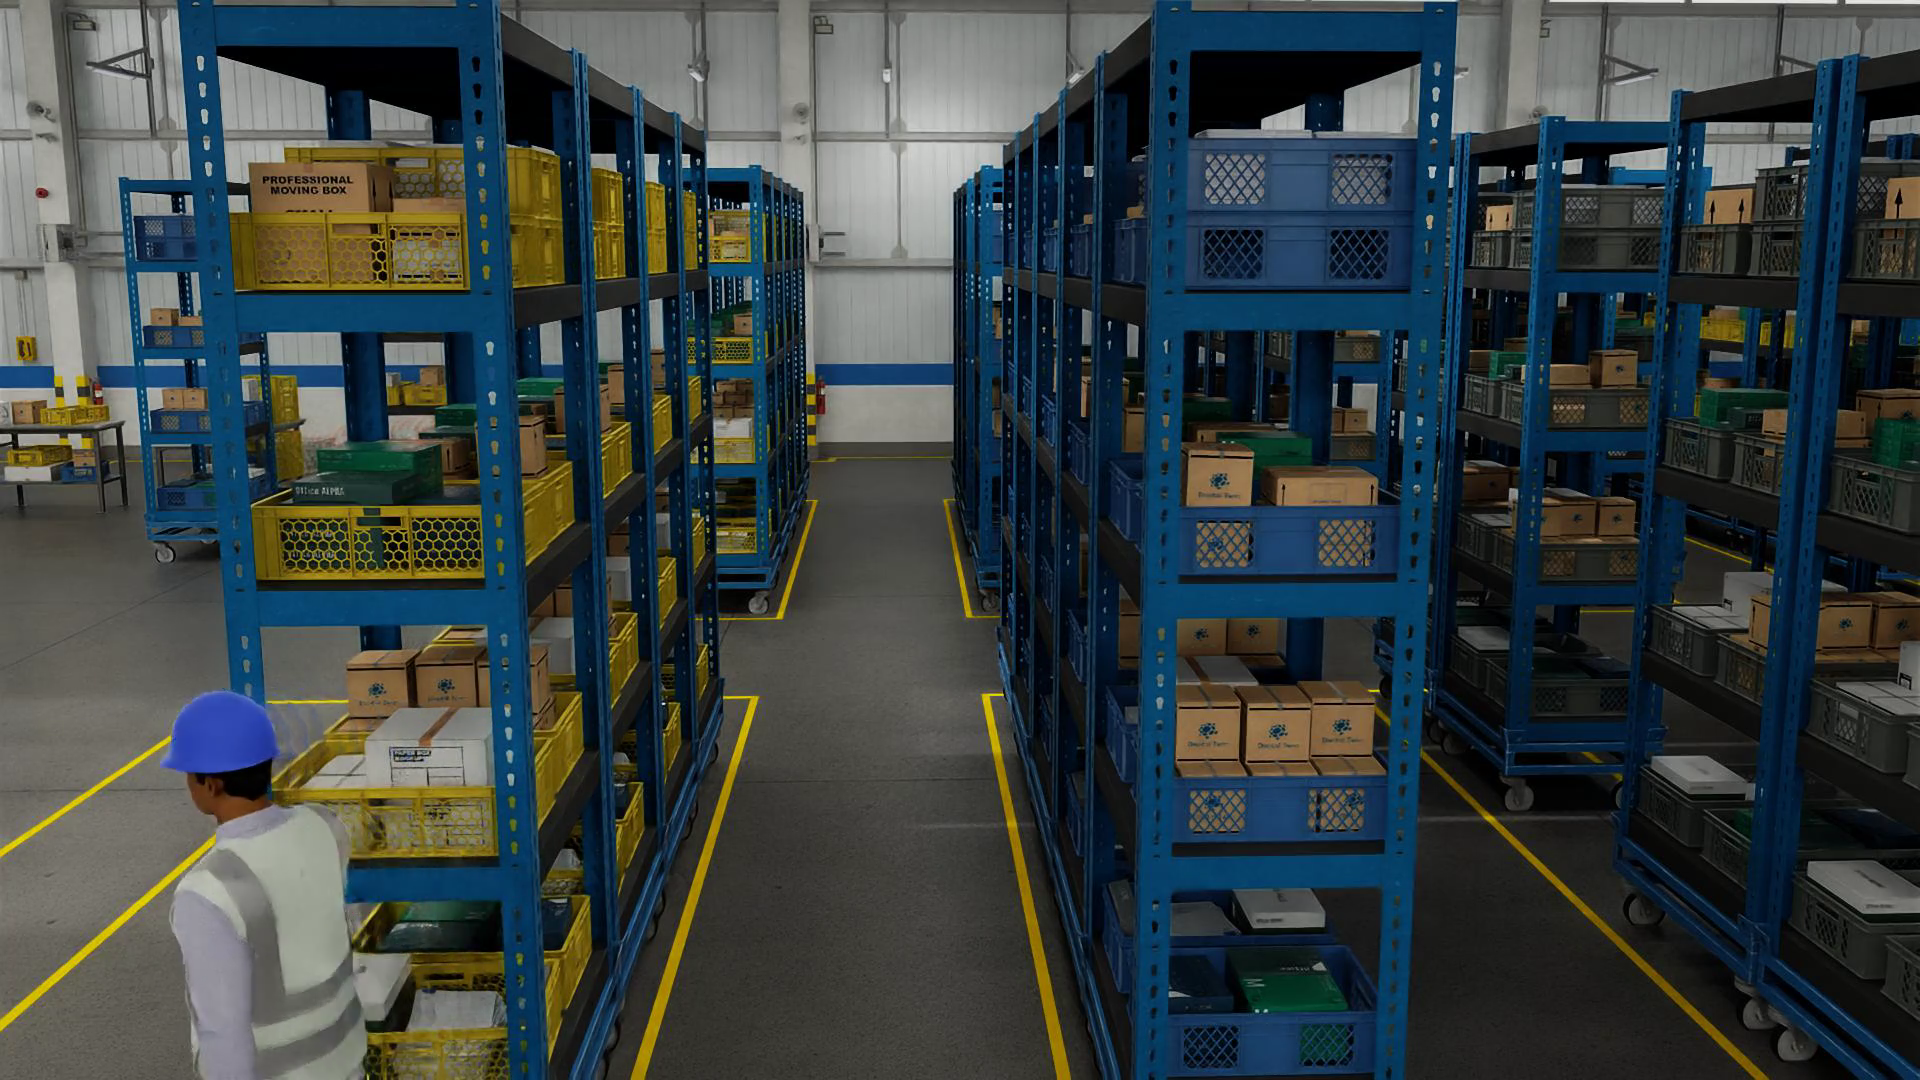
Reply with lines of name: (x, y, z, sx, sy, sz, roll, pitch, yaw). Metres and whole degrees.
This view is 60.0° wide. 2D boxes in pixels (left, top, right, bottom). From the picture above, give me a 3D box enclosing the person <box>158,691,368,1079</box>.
person: (-1.788, 1.300, 4.165, 0.994, 1.894, 0.606, 3, 10, 16)
